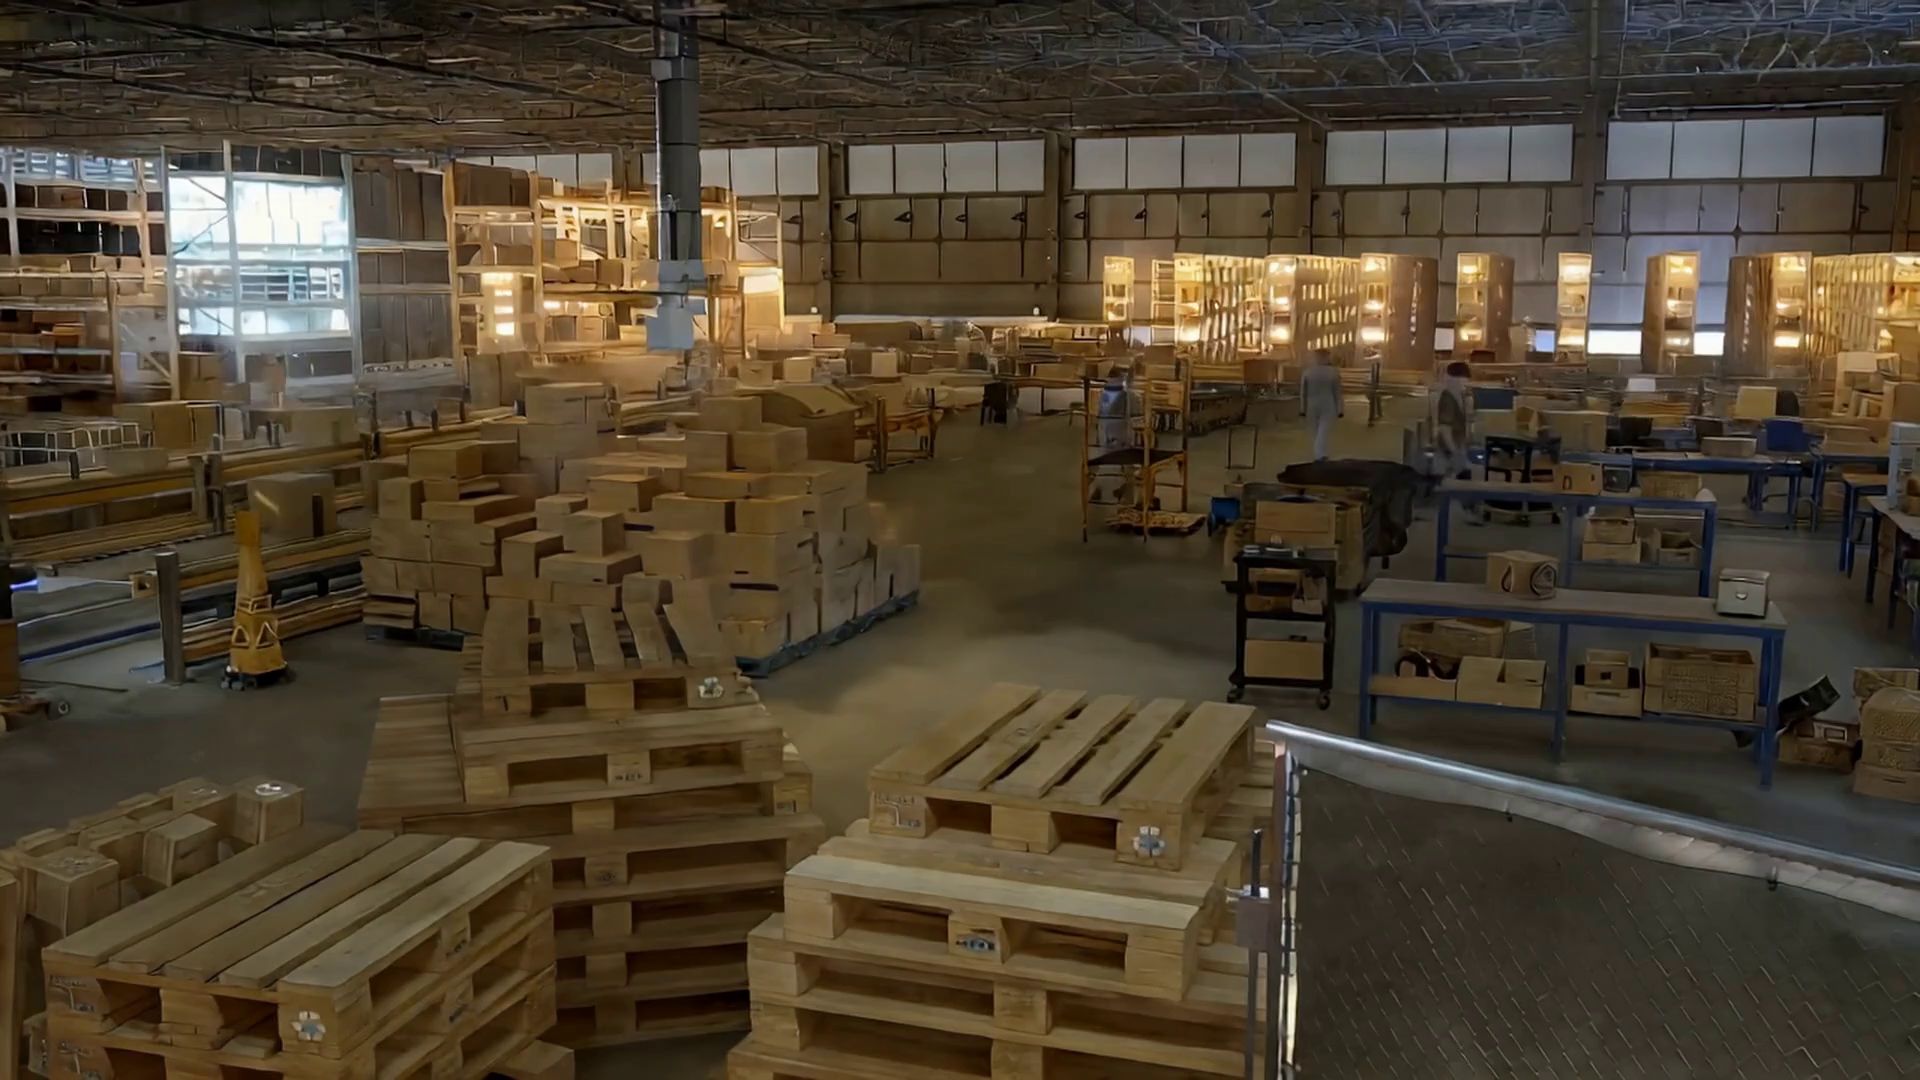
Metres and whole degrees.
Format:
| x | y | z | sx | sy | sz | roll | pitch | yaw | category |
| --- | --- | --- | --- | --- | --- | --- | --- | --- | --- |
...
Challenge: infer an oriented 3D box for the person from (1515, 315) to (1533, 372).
| x | y | z | sx | sy | sz | roll | pitch | yaw | category |
| --- | --- | --- | --- | --- | --- | --- | --- | --- | --- |
| 16.958 | -5.837 | 50.017 | 0.591 | 1.833 | 0.404 | -2 | 9 | -11 | person |

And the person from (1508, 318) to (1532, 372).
| x | y | z | sx | sy | sz | roll | pitch | yaw | category |
| --- | --- | --- | --- | --- | --- | --- | --- | --- | --- |
| 16.574 | -5.683 | 49.266 | 0.554 | 1.774 | 1.027 | -3 | 10 | -18 | person |

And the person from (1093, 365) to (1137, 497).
| x | y | z | sx | sy | sz | roll | pitch | yaw | category |
| --- | --- | --- | --- | --- | --- | --- | --- | --- | --- |
| 2.071 | -1.466 | 22.652 | 0.627 | 1.799 | 0.807 | 4 | 10 | 23 | person |

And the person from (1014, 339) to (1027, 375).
| x | y | z | sx | sy | sz | roll | pitch | yaw | category |
| --- | --- | --- | --- | --- | --- | --- | --- | --- | --- |
| 1.741 | -4.924 | 44.576 | 0.885 | 1.722 | 0.550 | 5 | 10 | 29 | person |

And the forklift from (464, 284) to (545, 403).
| x | y | z | sx | sy | sz | roll | pitch | yaw | category |
| --- | --- | --- | --- | --- | --- | --- | --- | --- | --- |
| -10.832 | -4.702 | 39.610 | 1.129 | 2.768 | 1.873 | 3 | 10 | 20 | forklift |

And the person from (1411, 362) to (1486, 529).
| x | y | z | sx | sy | sz | roll | pitch | yaw | category |
| --- | --- | --- | --- | --- | --- | --- | --- | --- | --- |
| 5.863 | -1.149 | 20.074 | 0.612 | 2.007 | 0.994 | -8 | 12 | -42 | person |

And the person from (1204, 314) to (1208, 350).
| x | y | z | sx | sy | sz | roll | pitch | yaw | category |
| --- | --- | --- | --- | --- | --- | --- | --- | --- | --- |
| 7.596 | -6.159 | 51.550 | 0.388 | 1.997 | 0.615 | 0 | 9 | 1 | person |

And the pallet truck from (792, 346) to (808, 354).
| x | y | z | sx | sy | sz | roll | pitch | yaw | category |
| --- | --- | --- | --- | --- | --- | --- | --- | --- | --- |
| -3.705 | -4.298 | 42.022 | 0.653 | 1.274 | 1.630 | 3 | 10 | 20 | pallet truck |

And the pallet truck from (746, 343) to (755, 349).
| x | y | z | sx | sy | sz | roll | pitch | yaw | category |
| --- | --- | --- | --- | --- | --- | --- | --- | --- | --- |
| -6.183 | -4.618 | 44.264 | 1.601 | 1.201 | 0.680 | -9 | 12 | -43 | pallet truck |

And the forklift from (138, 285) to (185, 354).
| x | y | z | sx | sy | sz | roll | pitch | yaw | category |
| --- | --- | --- | --- | --- | --- | --- | --- | --- | --- |
| -17.480 | -4.200 | 36.461 | 1.873 | 2.768 | 1.129 | 3 | 10 | 19 | forklift |

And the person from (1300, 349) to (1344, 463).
| x | y | z | sx | sy | sz | roll | pitch | yaw | category |
| --- | --- | --- | --- | --- | --- | --- | --- | --- | --- |
| 5.817 | -2.116 | 26.579 | 0.666 | 1.850 | 0.996 | 5 | 11 | 31 | person |

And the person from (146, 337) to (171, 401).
| x | y | z | sx | sy | sz | roll | pitch | yaw | category |
| --- | --- | --- | --- | --- | --- | --- | --- | --- | --- |
| -16.985 | -3.412 | 35.126 | 0.865 | 1.702 | 0.547 | -2 | 9 | -10 | person |

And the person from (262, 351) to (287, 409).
| x | y | z | sx | sy | sz | roll | pitch | yaw | category |
| --- | --- | --- | --- | --- | --- | --- | --- | --- | --- |
| -13.092 | -2.816 | 31.747 | 0.807 | 1.601 | 0.504 | 7 | 11 | 35 | person |

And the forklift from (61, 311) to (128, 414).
| x | y | z | sx | sy | sz | roll | pitch | yaw | category |
| --- | --- | --- | --- | --- | --- | --- | --- | --- | --- |
| -18.659 | -4.186 | 36.372 | 1.873 | 2.768 | 1.129 | 3 | 10 | 20 | forklift |
